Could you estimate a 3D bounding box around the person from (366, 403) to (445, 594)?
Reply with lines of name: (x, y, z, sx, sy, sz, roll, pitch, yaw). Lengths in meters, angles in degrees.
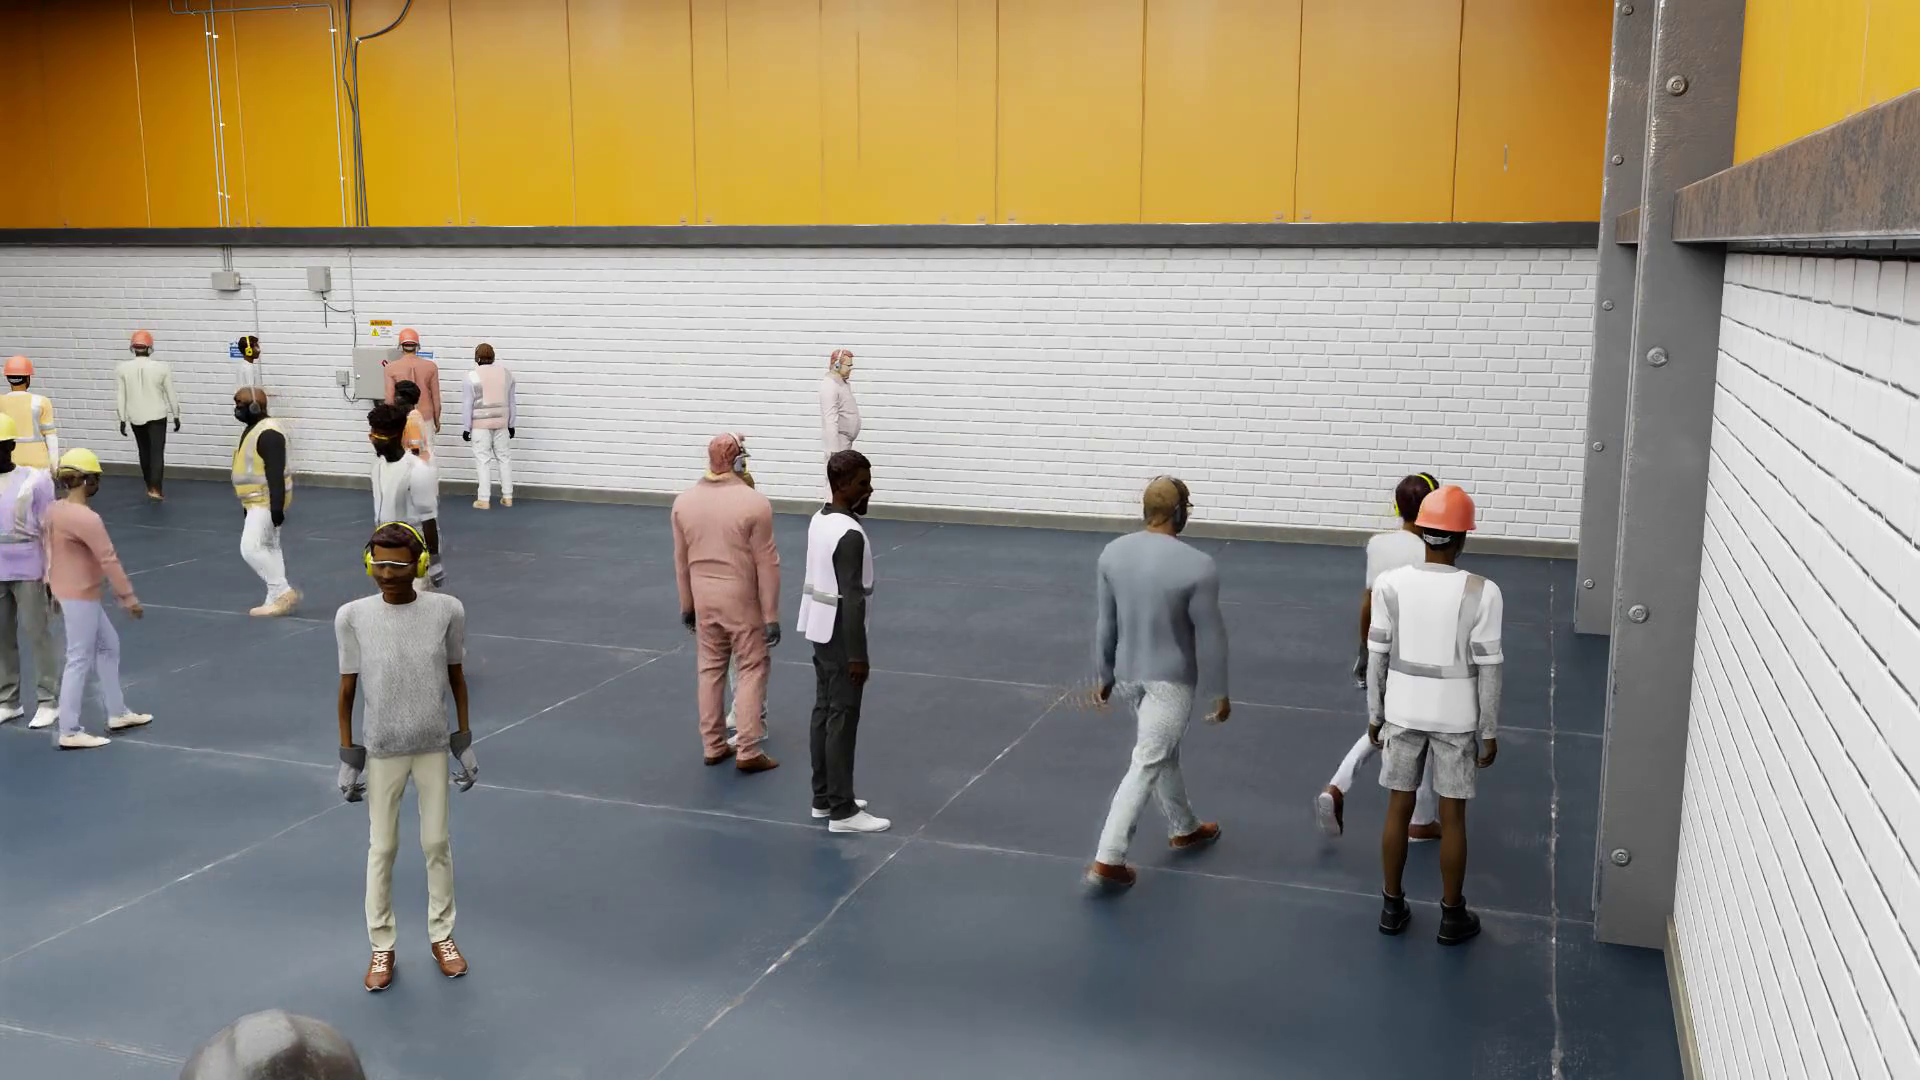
person: (-3.539, 0.065, 10.761, 0.632, 1.937, 0.619, 9, 13, 41)

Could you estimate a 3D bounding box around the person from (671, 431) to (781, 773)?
person: (-1.274, 0.343, 9.274, 0.664, 1.907, 0.407, 5, 11, 26)

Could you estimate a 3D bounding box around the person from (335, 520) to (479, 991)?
person: (-2.184, 0.840, 6.585, 0.534, 1.865, 0.309, -5, 11, -24)

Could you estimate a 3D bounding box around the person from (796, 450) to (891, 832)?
person: (-0.605, 0.502, 8.347, 0.398, 1.916, 0.590, -4, 11, -20)

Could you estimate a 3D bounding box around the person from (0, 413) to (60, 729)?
person: (-5.751, 0.188, 10.074, 0.594, 1.928, 0.365, 1, 10, 5)

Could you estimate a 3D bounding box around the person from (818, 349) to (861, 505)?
person: (-1.184, -0.939, 16.506, 0.408, 1.902, 0.638, 1, 10, 4)

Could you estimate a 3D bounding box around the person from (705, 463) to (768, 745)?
person: (-1.333, 0.333, 9.789, 0.325, 1.740, 0.492, -5, 11, -26)

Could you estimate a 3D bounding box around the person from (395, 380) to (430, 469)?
person: (-5.038, -0.626, 15.307, 0.315, 1.698, 0.540, -3, 11, -17)

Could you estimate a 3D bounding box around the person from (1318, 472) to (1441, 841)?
person: (2.123, 0.591, 8.039, 0.738, 1.851, 0.543, -6, 12, -30)

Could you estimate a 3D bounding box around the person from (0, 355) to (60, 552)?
person: (-8.413, -0.692, 15.005, 0.543, 1.939, 0.360, -2, 10, -13)

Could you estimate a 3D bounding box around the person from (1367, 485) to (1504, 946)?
person: (1.994, 0.730, 6.997, 0.553, 1.935, 0.364, 6, 12, 29)

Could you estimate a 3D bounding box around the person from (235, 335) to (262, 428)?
person: (-8.293, -1.459, 19.511, 0.328, 1.874, 0.521, -7, 13, -36)

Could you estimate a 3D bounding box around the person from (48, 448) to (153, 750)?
person: (-5.038, 0.335, 9.755, 0.695, 1.740, 0.574, -9, 14, -42)

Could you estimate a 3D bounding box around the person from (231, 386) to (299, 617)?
person: (-5.470, -0.287, 13.023, 0.450, 1.829, 0.659, -7, 12, -34)

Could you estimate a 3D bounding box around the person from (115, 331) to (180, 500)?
person: (-9.365, -1.439, 19.203, 0.636, 1.949, 0.996, -2, 10, -13)

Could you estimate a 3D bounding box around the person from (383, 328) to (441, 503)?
person: (-6.161, -1.383, 18.734, 0.612, 1.995, 0.393, -6, 11, -29)

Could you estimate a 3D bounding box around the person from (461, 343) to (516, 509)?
person: (-5.253, -1.269, 18.531, 0.633, 1.842, 0.429, -8, 13, -39)

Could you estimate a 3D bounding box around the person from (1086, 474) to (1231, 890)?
person: (0.915, 0.637, 7.682, 1.035, 1.891, 0.651, -10, 14, -44)
